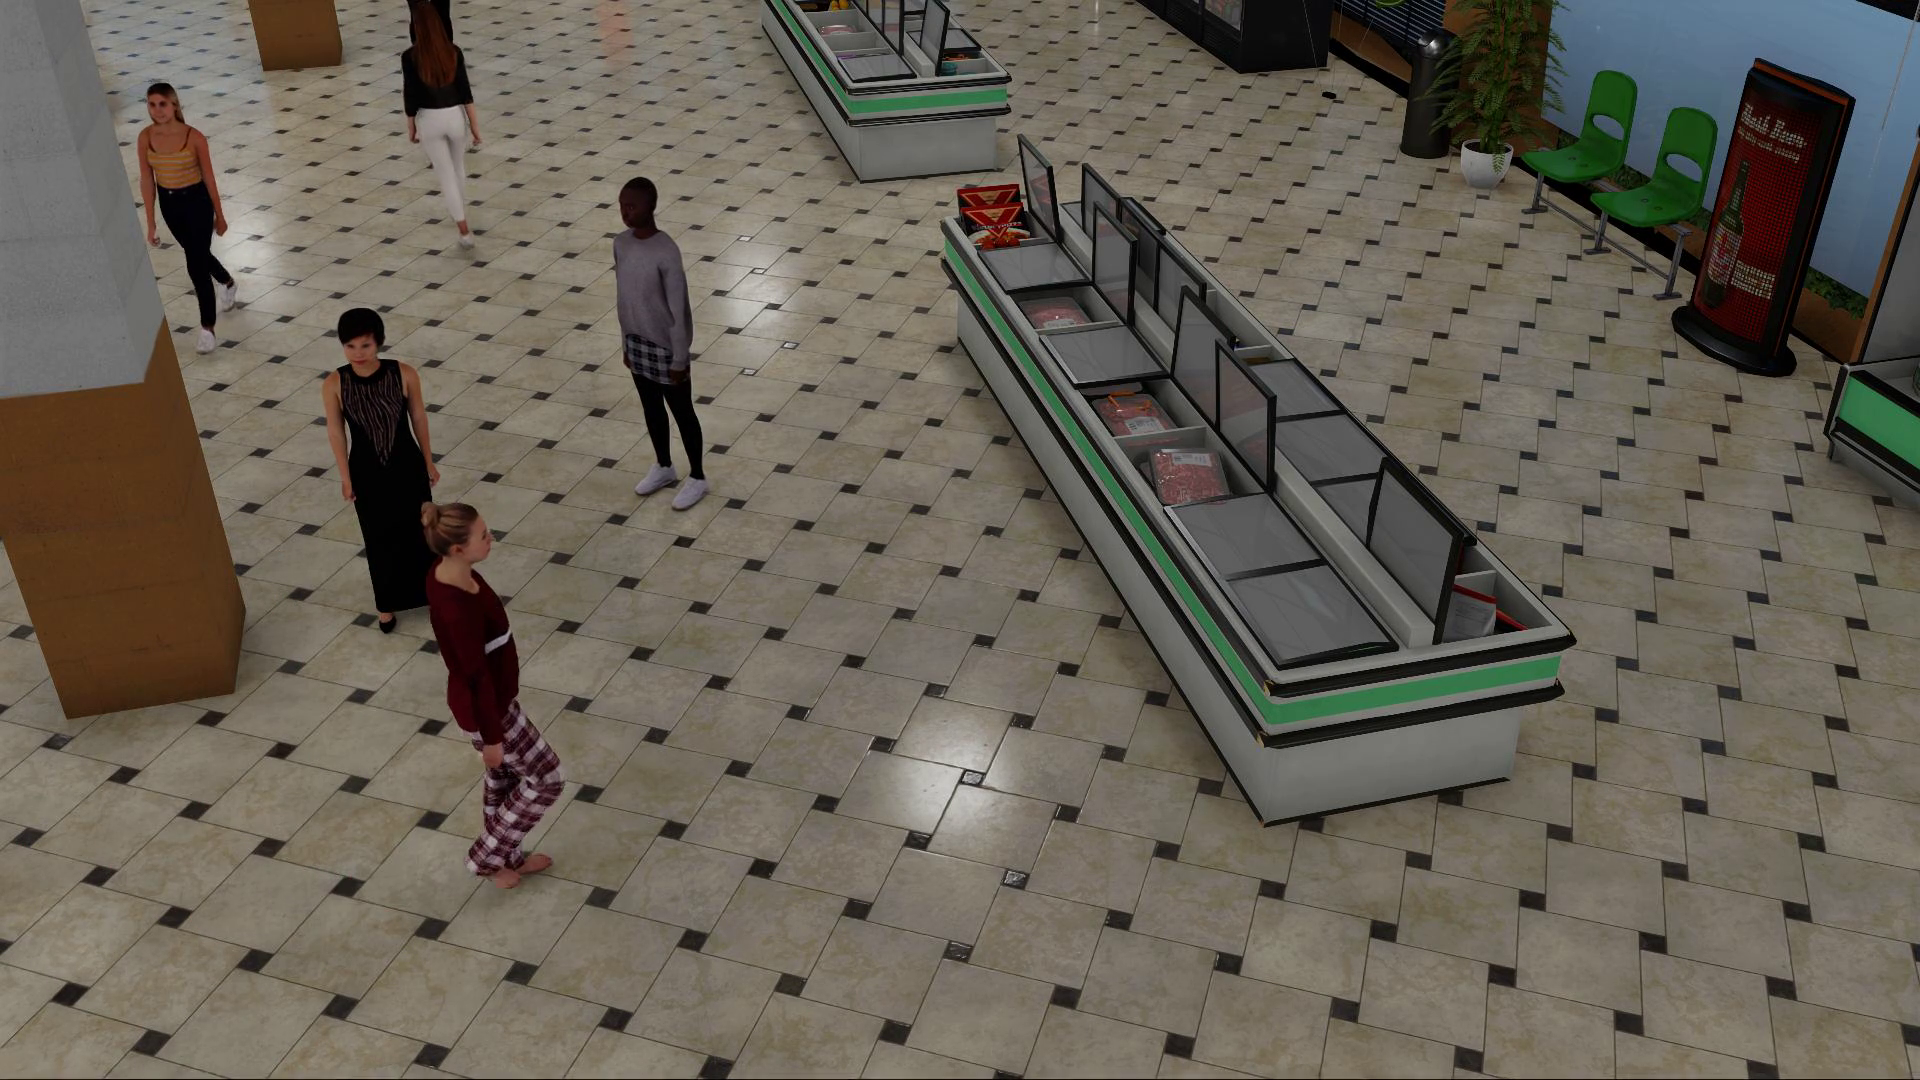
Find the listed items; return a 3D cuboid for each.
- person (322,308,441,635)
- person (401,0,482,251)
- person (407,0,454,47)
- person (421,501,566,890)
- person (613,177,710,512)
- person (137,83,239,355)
[{"bbox_3d":[-2.600,-0.320,7.568,0.617,1.602,0.570,-13,34,-20],"label":"person"},{"bbox_3d":[-3.575,-2.835,11.555,0.774,1.661,1.179,-15,35,-22],"label":"person"},{"bbox_3d":[-4.948,-5.131,15.315,0.872,1.586,1.164,-18,36,-27],"label":"person"},{"bbox_3d":[-1.776,0.601,6.000,0.750,1.694,0.644,-15,35,-23],"label":"person"},{"bbox_3d":[-1.532,-1.008,8.516,0.659,1.769,0.742,21,37,30],"label":"person"},{"bbox_3d":[-4.783,-2.042,10.346,0.785,1.591,1.194,0,32,1],"label":"person"}]
